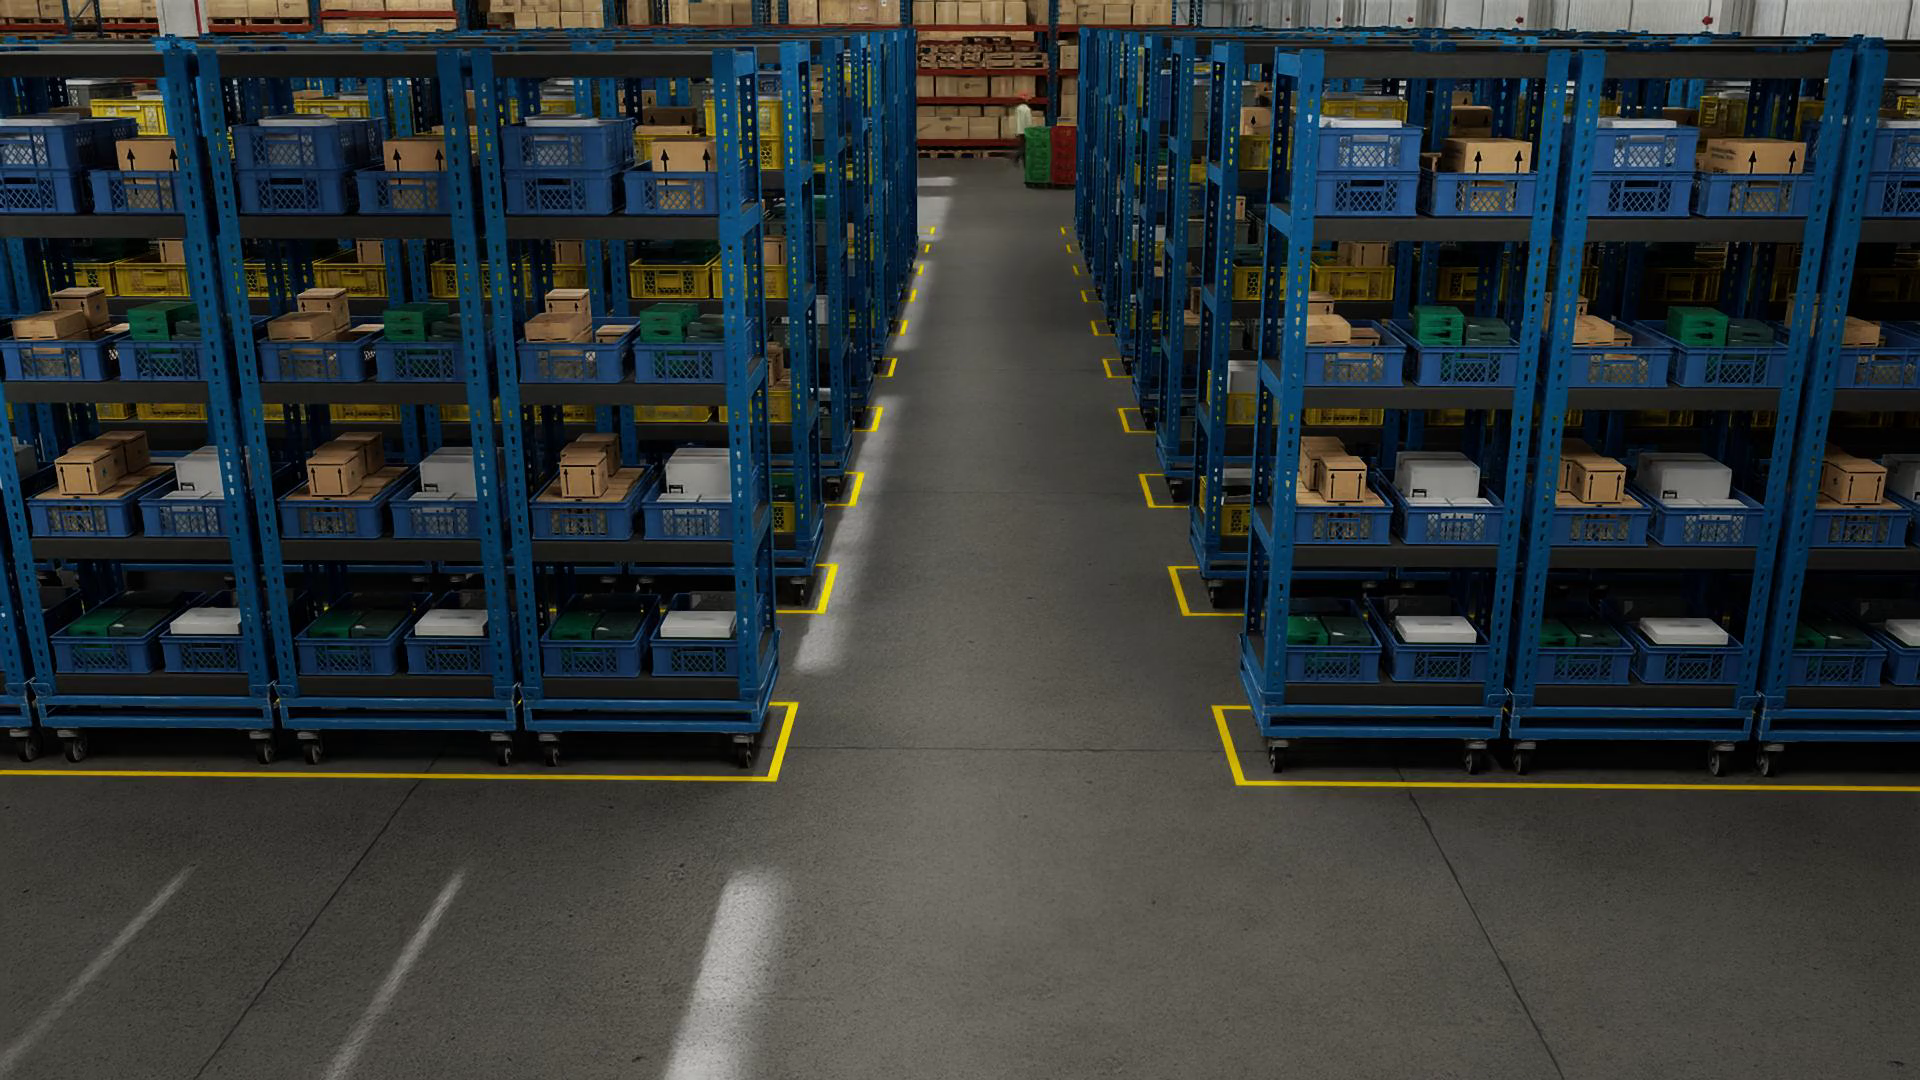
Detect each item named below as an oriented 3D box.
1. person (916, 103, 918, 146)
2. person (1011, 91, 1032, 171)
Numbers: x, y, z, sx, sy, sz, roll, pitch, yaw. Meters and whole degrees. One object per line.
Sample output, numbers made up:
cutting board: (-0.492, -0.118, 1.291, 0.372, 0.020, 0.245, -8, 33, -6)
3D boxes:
person: (-1.384, -12.645, 49.542, 0.655, 1.897, 0.627, 11, 20, 30)
person: (1.582, -10.313, 41.992, 0.642, 1.976, 0.622, -9, 20, -27)
